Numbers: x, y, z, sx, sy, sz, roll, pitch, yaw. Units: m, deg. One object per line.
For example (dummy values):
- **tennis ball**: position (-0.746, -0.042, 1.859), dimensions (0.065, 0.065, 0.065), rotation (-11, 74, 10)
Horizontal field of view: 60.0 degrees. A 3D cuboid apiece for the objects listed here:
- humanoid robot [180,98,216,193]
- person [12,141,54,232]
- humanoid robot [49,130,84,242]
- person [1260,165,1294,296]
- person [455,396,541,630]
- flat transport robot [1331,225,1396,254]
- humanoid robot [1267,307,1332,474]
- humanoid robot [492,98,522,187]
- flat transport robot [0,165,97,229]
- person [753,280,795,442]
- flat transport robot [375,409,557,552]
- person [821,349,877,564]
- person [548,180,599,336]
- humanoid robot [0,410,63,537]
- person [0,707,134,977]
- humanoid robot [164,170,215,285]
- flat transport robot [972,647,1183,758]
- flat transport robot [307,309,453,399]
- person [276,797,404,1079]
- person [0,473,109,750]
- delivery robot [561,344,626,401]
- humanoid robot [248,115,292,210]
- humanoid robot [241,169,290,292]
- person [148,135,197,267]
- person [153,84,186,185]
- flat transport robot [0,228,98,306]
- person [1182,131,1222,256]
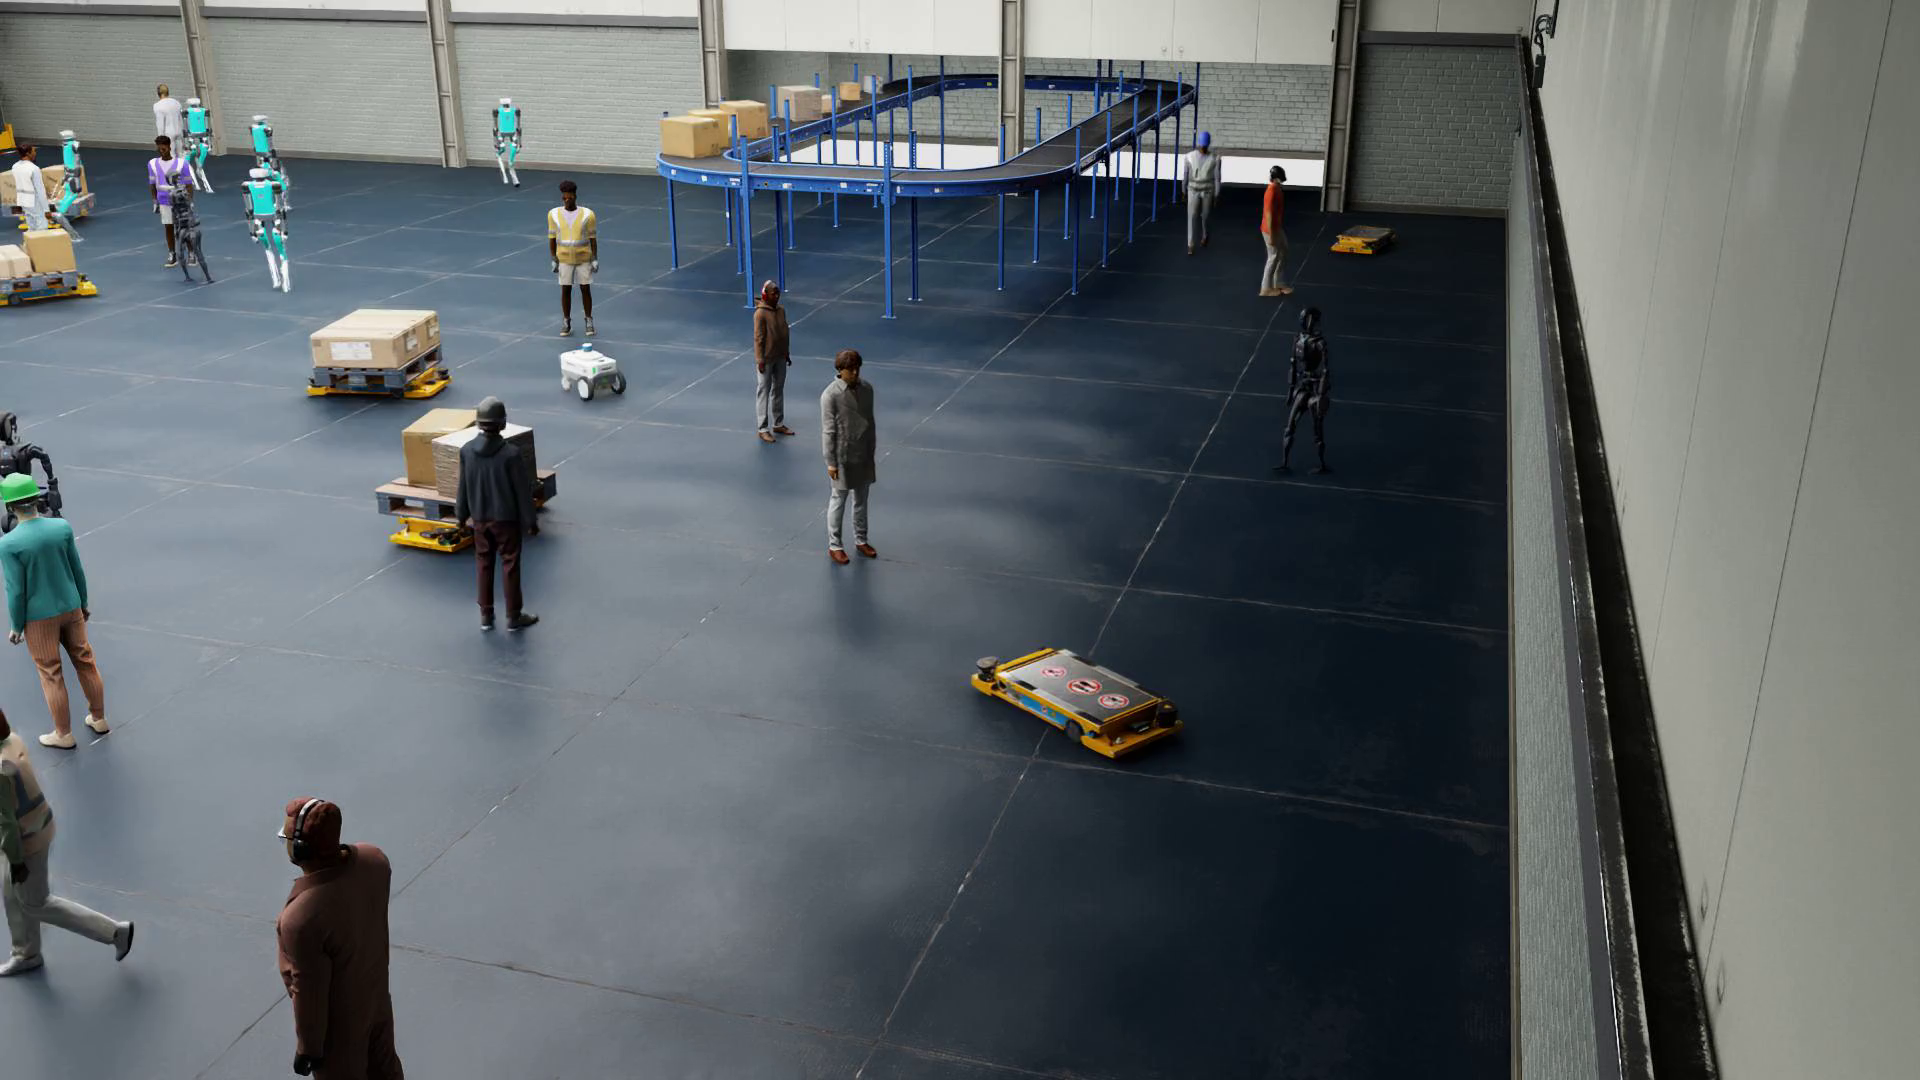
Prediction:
- **humanoid robot**: position (-14.491, -7.476, 31.524), dimensions (0.738, 1.782, 0.553), rotation (19, 28, 40)
- **person**: position (-13.756, -4.946, 24.716), dimensions (0.589, 1.920, 0.399), rotation (13, 24, 29)
- **humanoid robot**: position (-14.493, -5.678, 26.872), dimensions (0.540, 1.790, 0.752), rotation (19, 28, 40)
- **person**: position (4.446, -4.263, 23.028), dimensions (0.558, 1.856, 0.630), rotation (7, 22, 17)
- **person**: position (-3.497, -0.197, 12.570), dimensions (0.600, 1.799, 0.403), rotation (3, 21, 8)
- **flat transport robot**: position (6.481, -4.810, 26.653), dimensions (0.659, 0.231, 1.431), rotation (11, 24, 26)
- **humanoid robot**: position (3.317, -1.411, 15.900), dimensions (0.613, 1.641, 0.589), rotation (-11, 24, -26)
- **humanoid robot**: position (-8.687, -7.591, 31.854), dimensions (0.546, 1.733, 1.038), rotation (-10, 23, -24)
- **flat transport robot**: position (-15.605, -5.556, 28.587), dimensions (0.659, 0.231, 1.431), rotation (-3, 21, -8)
- **person**: position (-1.931, -1.846, 17.040), dimensions (0.333, 1.651, 0.458), rotation (15, 26, 34)
- **flat transport robot**: position (-4.343, -0.240, 14.799), dimensions (0.659, 0.231, 1.431), rotation (8, 22, 19)
- **person**: position (-0.912, -0.699, 13.844), dimensions (0.498, 1.825, 0.371), rotation (-16, 26, -36)
- **person**: position (-4.891, -3.572, 21.086), dimensions (0.601, 1.966, 0.371), rotation (-3, 21, -7)
- **humanoid robot**: position (-7.137, -0.201, 12.752), dimensions (0.586, 1.647, 0.363), rotation (-2, 21, -5)
- **person**: position (-4.670, 1.502, 8.415), dimensions (0.666, 1.609, 0.549), rotation (-8, 22, -19)
- **humanoid robot**: position (-11.079, -4.482, 23.860), dimensions (0.598, 1.642, 0.447), rotation (16, 26, 36)
- **flat transport robot**: position (0.785, 1.074, 11.391), dimensions (0.659, 0.231, 1.431), rotation (-17, 27, -37)
- **flat transport robot**: position (-6.570, -1.804, 18.858), dimensions (1.431, 0.231, 0.659), rotation (2, 21, 5)
- **person**: position (-2.581, 1.925, 6.912), dimensions (0.412, 1.907, 0.642), rotation (3, 21, 9)
- **person**: position (-5.899, 0.460, 10.764), dimensions (0.362, 1.867, 0.518), rotation (13, 25, 31)
- **delivery robot**: position (-4.160, -1.895, 18.714), dimensions (0.807, 0.609, 0.499), rotation (20, 29, 41)
- **humanoid robot**: position (-12.018, -6.607, 29.298), dimensions (0.538, 1.770, 0.860), rotation (13, 25, 30)
- **humanoid robot**: position (-9.729, -4.365, 23.536), dimensions (0.537, 1.828, 0.741), rotation (-3, 21, -7)
- **person**: position (-11.861, -5.107, 25.066), dimensions (0.602, 1.966, 0.367), rotation (-4, 21, -9)
- **person**: position (-15.239, -7.803, 32.100), dimensions (0.372, 1.940, 0.630), rotation (7, 22, 17)
- **flat transport robot**: position (-12.940, -3.504, 23.266), dimensions (1.431, 0.231, 0.659), rotation (-15, 26, -34)
- **person**: position (3.800, -5.479, 26.121), dimensions (0.620, 1.905, 0.939), rotation (6, 22, 15)
